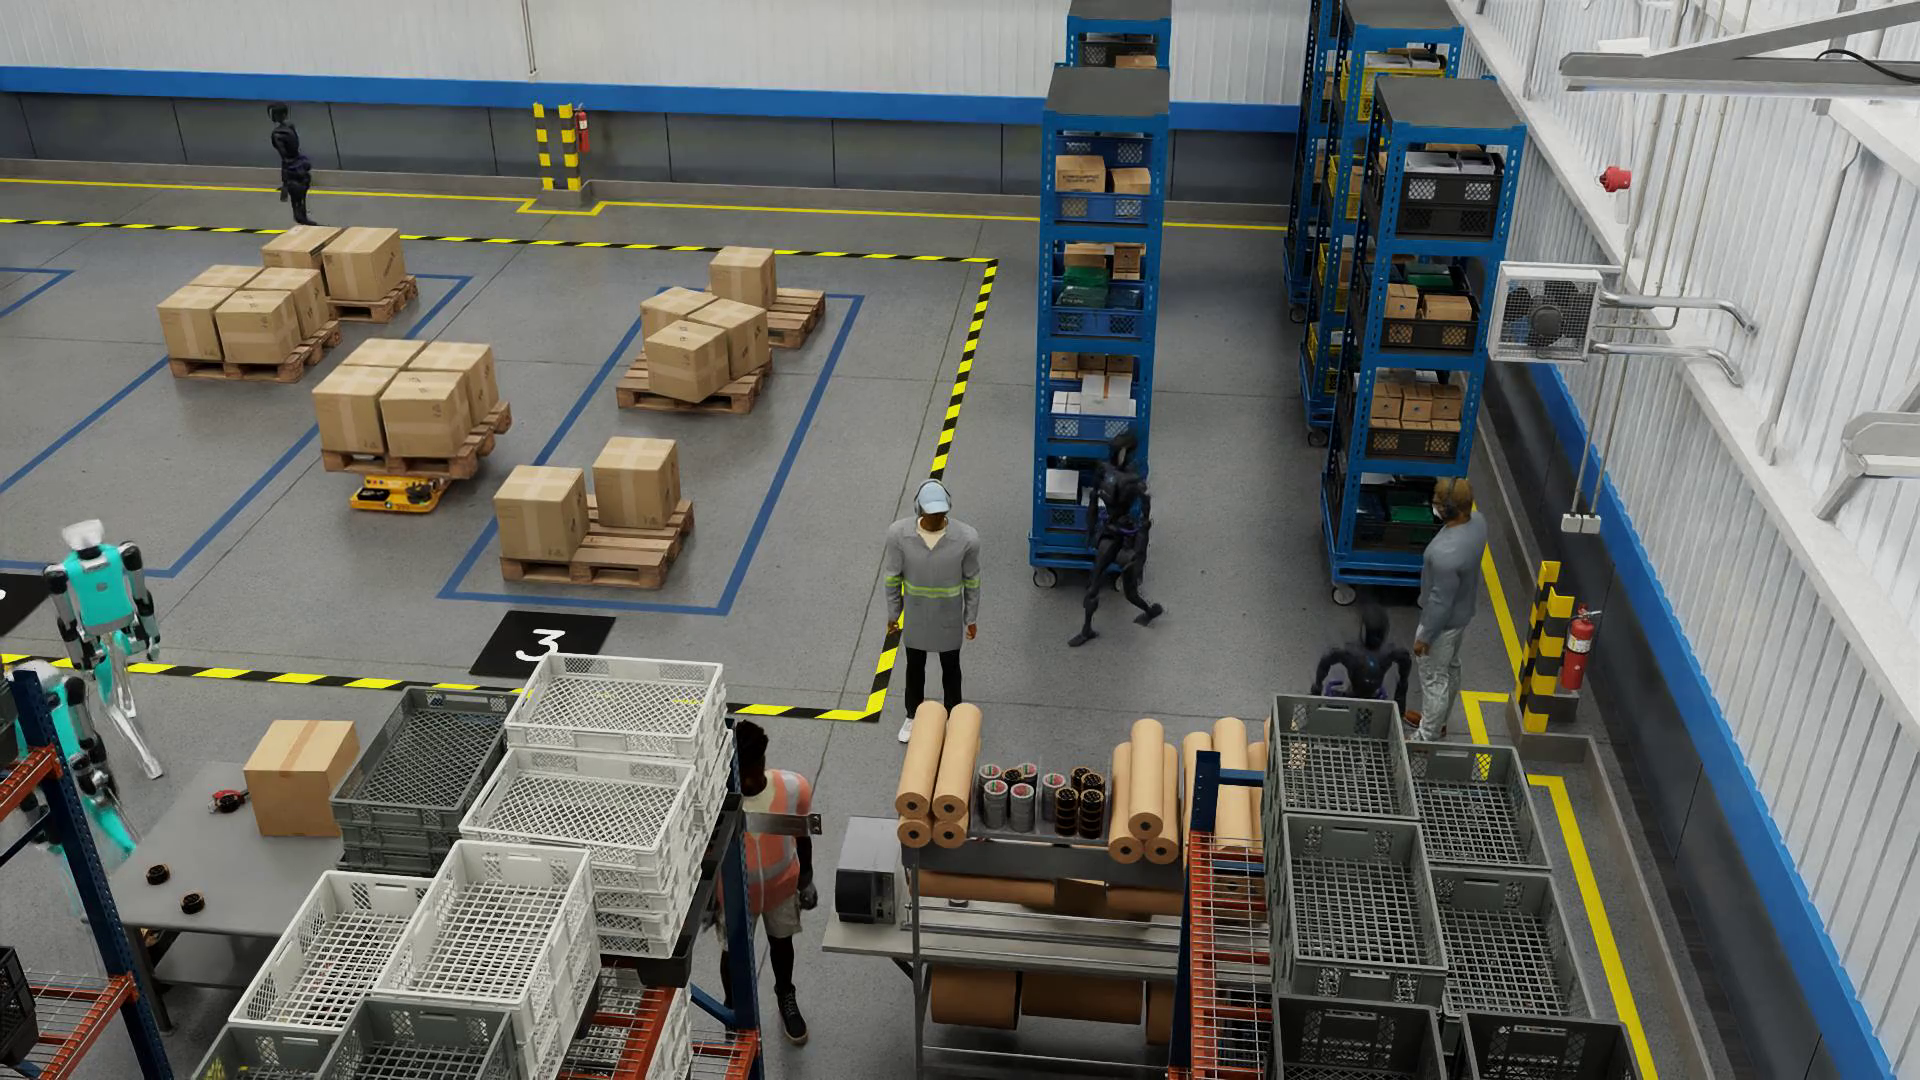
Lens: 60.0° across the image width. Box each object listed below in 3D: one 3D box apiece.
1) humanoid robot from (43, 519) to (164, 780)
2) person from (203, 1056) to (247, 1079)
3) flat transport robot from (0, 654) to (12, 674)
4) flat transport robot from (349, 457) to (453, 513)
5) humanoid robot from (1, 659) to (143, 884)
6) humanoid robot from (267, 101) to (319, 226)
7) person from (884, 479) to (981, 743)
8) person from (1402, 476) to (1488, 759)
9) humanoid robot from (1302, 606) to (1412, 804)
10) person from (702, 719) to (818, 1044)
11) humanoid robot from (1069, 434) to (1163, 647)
[{"bbox_3d":[-5.302,0.572,10.309,0.530,1.772,1.068,-23,37,-33],"label":"humanoid robot"},{"bbox_3d":[-2.724,2.668,6.562,0.630,1.797,0.435,12,32,20],"label":"person"},{"bbox_3d":[-7.142,0.969,11.010,1.431,0.231,0.659,3,30,6],"label":"flat transport robot"},{"bbox_3d":[-4.458,-0.667,13.791,0.652,0.197,1.431,3,30,6],"label":"flat transport robot"},{"bbox_3d":[-4.494,1.470,8.723,0.796,1.805,0.548,12,32,20],"label":"humanoid robot"},{"bbox_3d":[-7.144,-3.960,18.069,0.506,1.642,0.601,-2,30,-3],"label":"humanoid robot"},{"bbox_3d":[-0.174,0.454,10.319,0.596,1.852,0.361,3,30,5],"label":"person"},{"bbox_3d":[2.953,0.476,10.202,0.372,1.935,0.627,18,35,28],"label":"person"},{"bbox_3d":[2.262,1.010,9.611,0.612,1.621,0.799,-1,30,-2],"label":"humanoid robot"},{"bbox_3d":[-0.987,1.685,8.093,0.607,1.964,0.369,-9,31,-15],"label":"person"},{"bbox_3d":[1.116,-0.015,11.365,0.754,1.640,0.600,-22,37,-33],"label":"humanoid robot"}]
